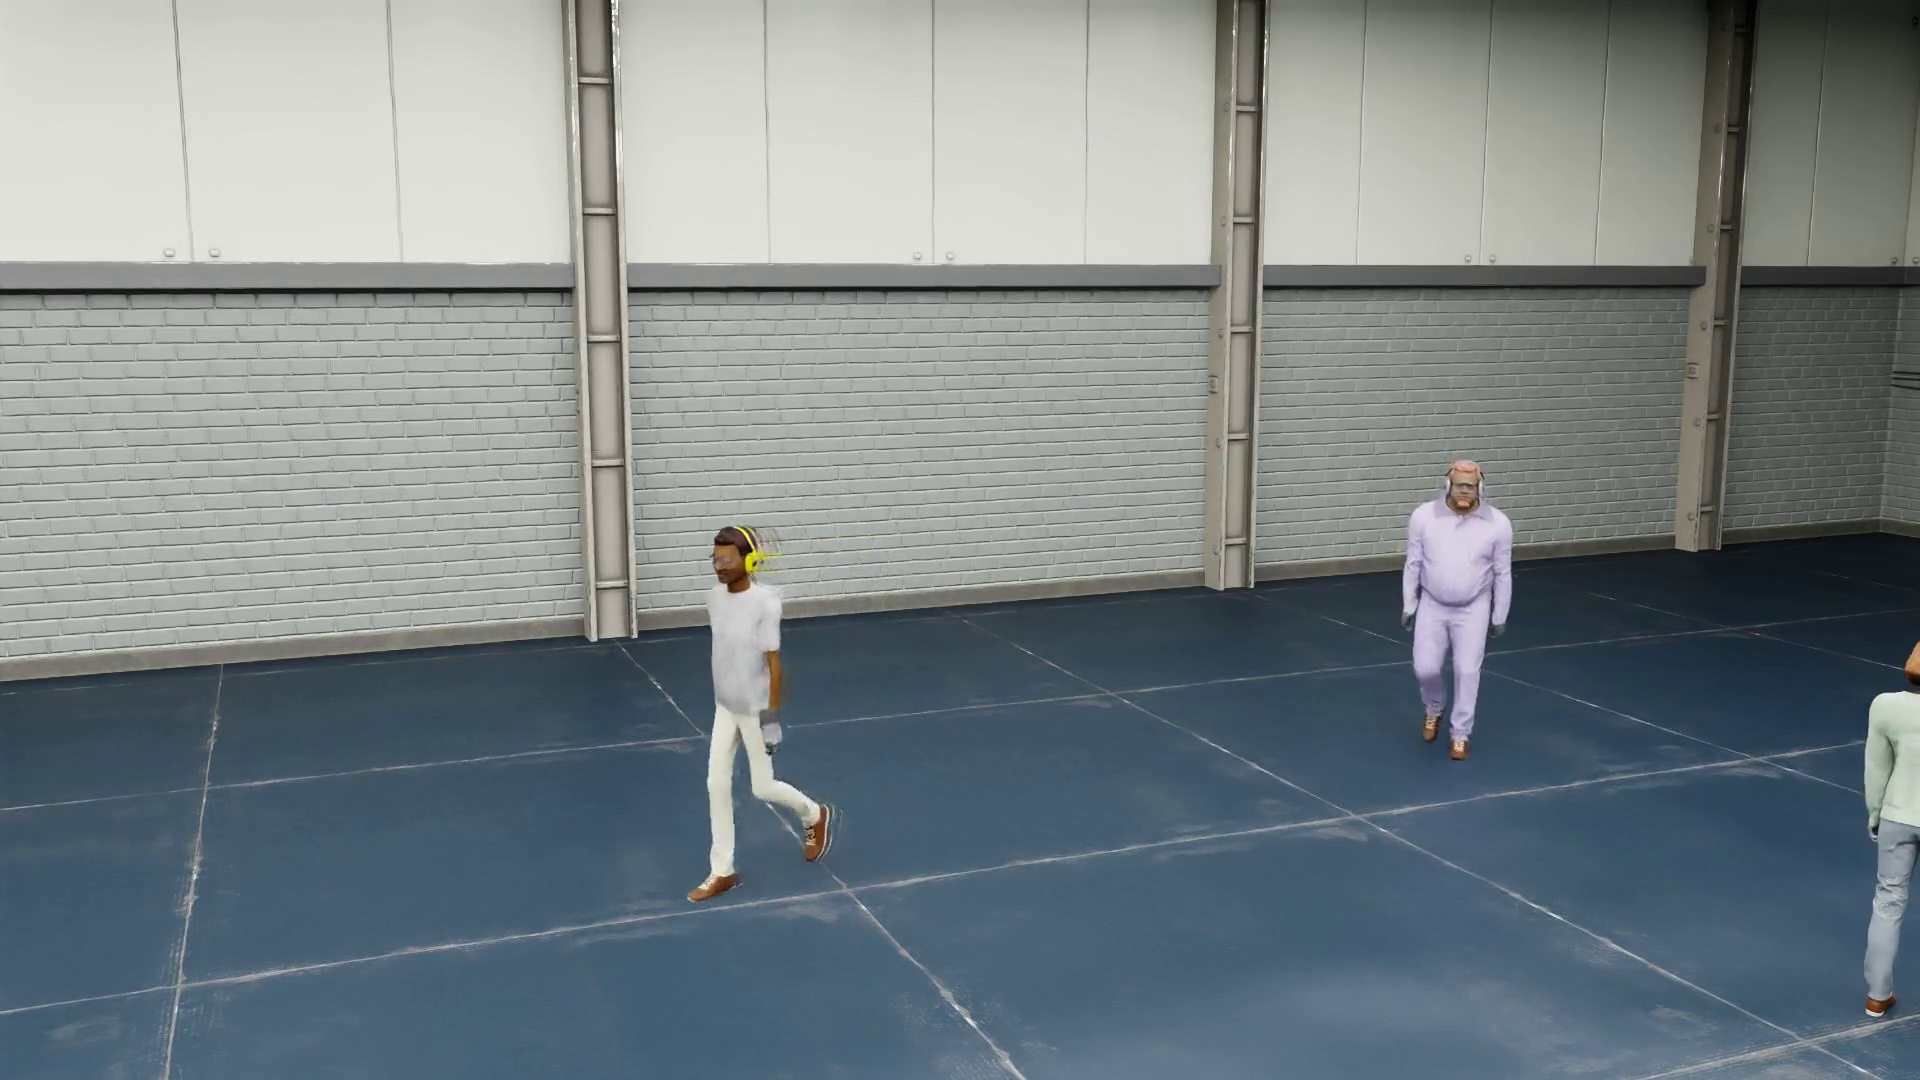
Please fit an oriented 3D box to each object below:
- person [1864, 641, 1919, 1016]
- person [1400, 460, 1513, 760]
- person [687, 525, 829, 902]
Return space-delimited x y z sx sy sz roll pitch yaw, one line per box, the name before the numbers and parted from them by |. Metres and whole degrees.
person | 3.890 1.164 6.689 0.289 1.632 0.497 -7 11 -37
person | 3.116 0.433 10.457 0.672 1.890 0.441 4 10 21
person | -1.006 0.818 8.231 0.521 1.844 0.800 7 12 38
